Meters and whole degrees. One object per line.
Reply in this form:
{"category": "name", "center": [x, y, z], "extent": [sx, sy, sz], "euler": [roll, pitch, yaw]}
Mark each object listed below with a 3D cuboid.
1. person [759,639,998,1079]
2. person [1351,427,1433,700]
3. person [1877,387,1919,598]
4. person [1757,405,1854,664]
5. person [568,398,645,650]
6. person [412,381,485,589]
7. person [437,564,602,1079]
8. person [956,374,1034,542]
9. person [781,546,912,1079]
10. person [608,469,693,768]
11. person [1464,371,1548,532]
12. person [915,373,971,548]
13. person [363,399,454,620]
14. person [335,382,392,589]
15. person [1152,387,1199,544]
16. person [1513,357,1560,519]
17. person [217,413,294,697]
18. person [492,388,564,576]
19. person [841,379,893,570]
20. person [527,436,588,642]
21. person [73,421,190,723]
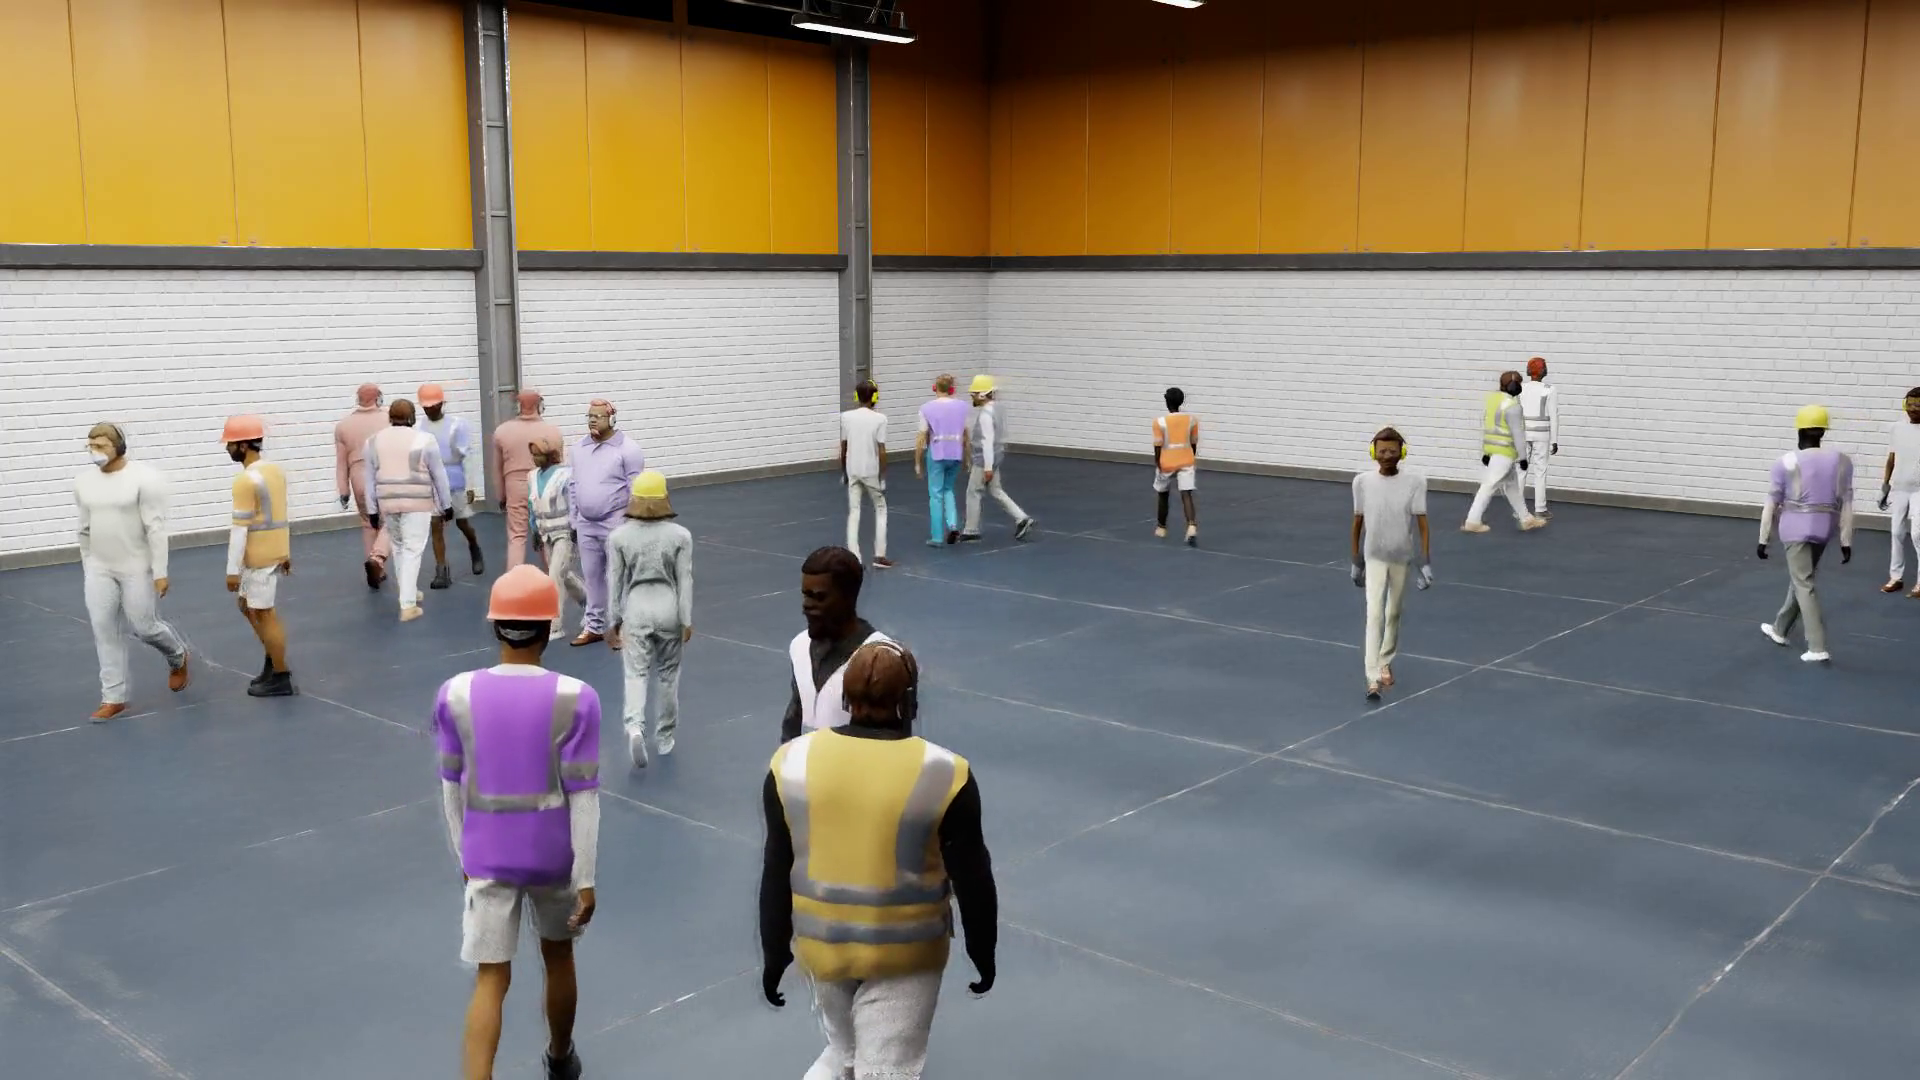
{"category": "person", "center": [-0.204, 1.168, 4.888], "extent": [0.659, 1.791, 0.950], "euler": [3, 9, 16]}
{"category": "person", "center": [2.903, 0.149, 11.214], "extent": [0.539, 1.816, 0.973], "euler": [2, 9, 12]}
{"category": "person", "center": [8.405, -0.427, 14.725], "extent": [0.354, 1.858, 0.535], "euler": [-5, 10, -28]}
{"category": "person", "center": [6.261, -0.060, 12.355], "extent": [0.604, 1.875, 1.017], "euler": [0, 9, -2]}
{"category": "person", "center": [-2.712, -0.123, 12.638], "extent": [0.641, 1.912, 0.407], "euler": [4, 10, 22]}
{"category": "person", "center": [-4.706, -0.535, 15.324], "extent": [0.594, 1.894, 0.887], "euler": [0, 9, 2]}
{"category": "person", "center": [-1.433, 1.045, 5.391], "extent": [0.540, 1.905, 0.915], "euler": [-1, 9, -4]}
{"category": "person", "center": [0.354, -0.850, 17.582], "extent": [0.826, 1.802, 0.603], "euler": [2, 9, 12]}
{"category": "person", "center": [-0.463, 0.961, 5.865], "extent": [0.656, 1.892, 0.611], "euler": [-7, 11, -37]}
{"category": "person", "center": [-1.789, 0.452, 9.626], "extent": [0.490, 1.723, 0.708], "euler": [-1, 9, -6]}
{"category": "person", "center": [6.035, -0.965, 18.313], "extent": [0.986, 1.786, 0.640], "euler": [-1, 9, -4]}
{"category": "person", "center": [-0.186, -0.817, 17.275], "extent": [0.624, 1.818, 0.458], "euler": [-4, 10, -23]}
{"category": "person", "center": [-4.578, -0.276, 13.938], "extent": [0.649, 1.809, 0.857], "euler": [1, 9, 9]}
{"category": "person", "center": [-5.325, -0.496, 15.078], "extent": [0.632, 1.876, 0.763], "euler": [0, 9, 2]}
{"category": "person", "center": [2.300, -0.794, 17.637], "extent": [0.524, 1.660, 0.877], "euler": [-1, 9, -7]}
{"category": "person", "center": [6.686, -1.179, 19.353], "extent": [0.576, 1.885, 0.355], "euler": [8, 12, 42]}
{"category": "person", "center": [-4.720, 0.114, 11.111], "extent": [0.490, 1.918, 0.587], "euler": [0, 9, 0]}
{"category": "person", "center": [-3.749, -0.388, 14.470], "extent": [0.654, 1.865, 0.982], "euler": [0, 9, 1]}
{"category": "person", "center": [-0.911, -0.616, 15.959], "extent": [0.541, 1.846, 0.692], "euler": [3, 9, 17]}
{"category": "person", "center": [-3.102, -0.035, 13.067], "extent": [0.528, 1.603, 0.767], "euler": [7, 11, 37]}
{"category": "person", "center": [-5.371, 0.175, 10.760], "extent": [0.636, 1.914, 0.798], "euler": [1, 9, 8]}
